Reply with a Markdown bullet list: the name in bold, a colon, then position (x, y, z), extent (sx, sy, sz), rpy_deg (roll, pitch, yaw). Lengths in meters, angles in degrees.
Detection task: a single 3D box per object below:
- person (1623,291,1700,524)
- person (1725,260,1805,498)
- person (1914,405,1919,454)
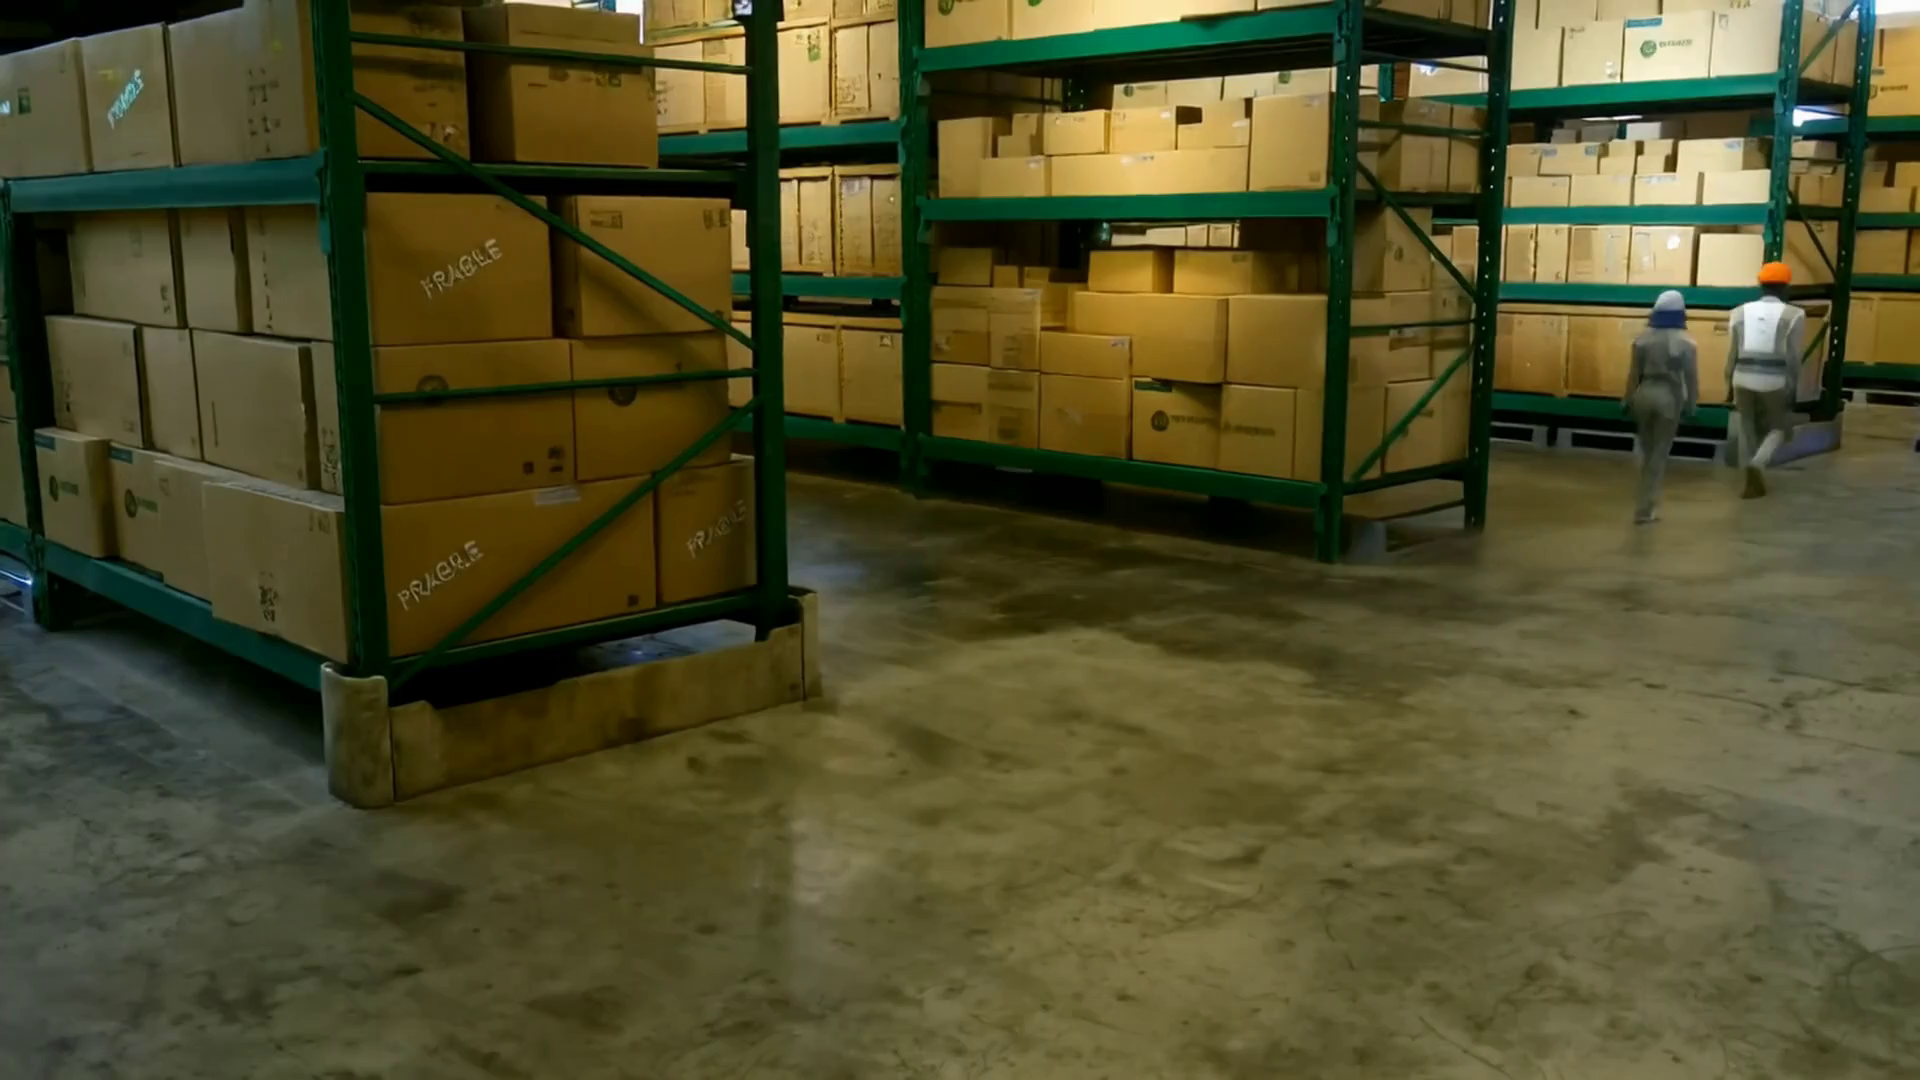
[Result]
- **person**: position (5.249, -0.985, 12.373), extent (0.667, 1.716, 0.498), rpy_deg (-9, 14, -41)
- **person**: position (6.467, -1.276, 13.395), extent (0.463, 1.930, 0.623), rpy_deg (-10, 14, -42)
- **person**: position (9.617, -1.706, 16.204), extent (0.534, 1.765, 0.323), rpy_deg (-2, 11, -9)
